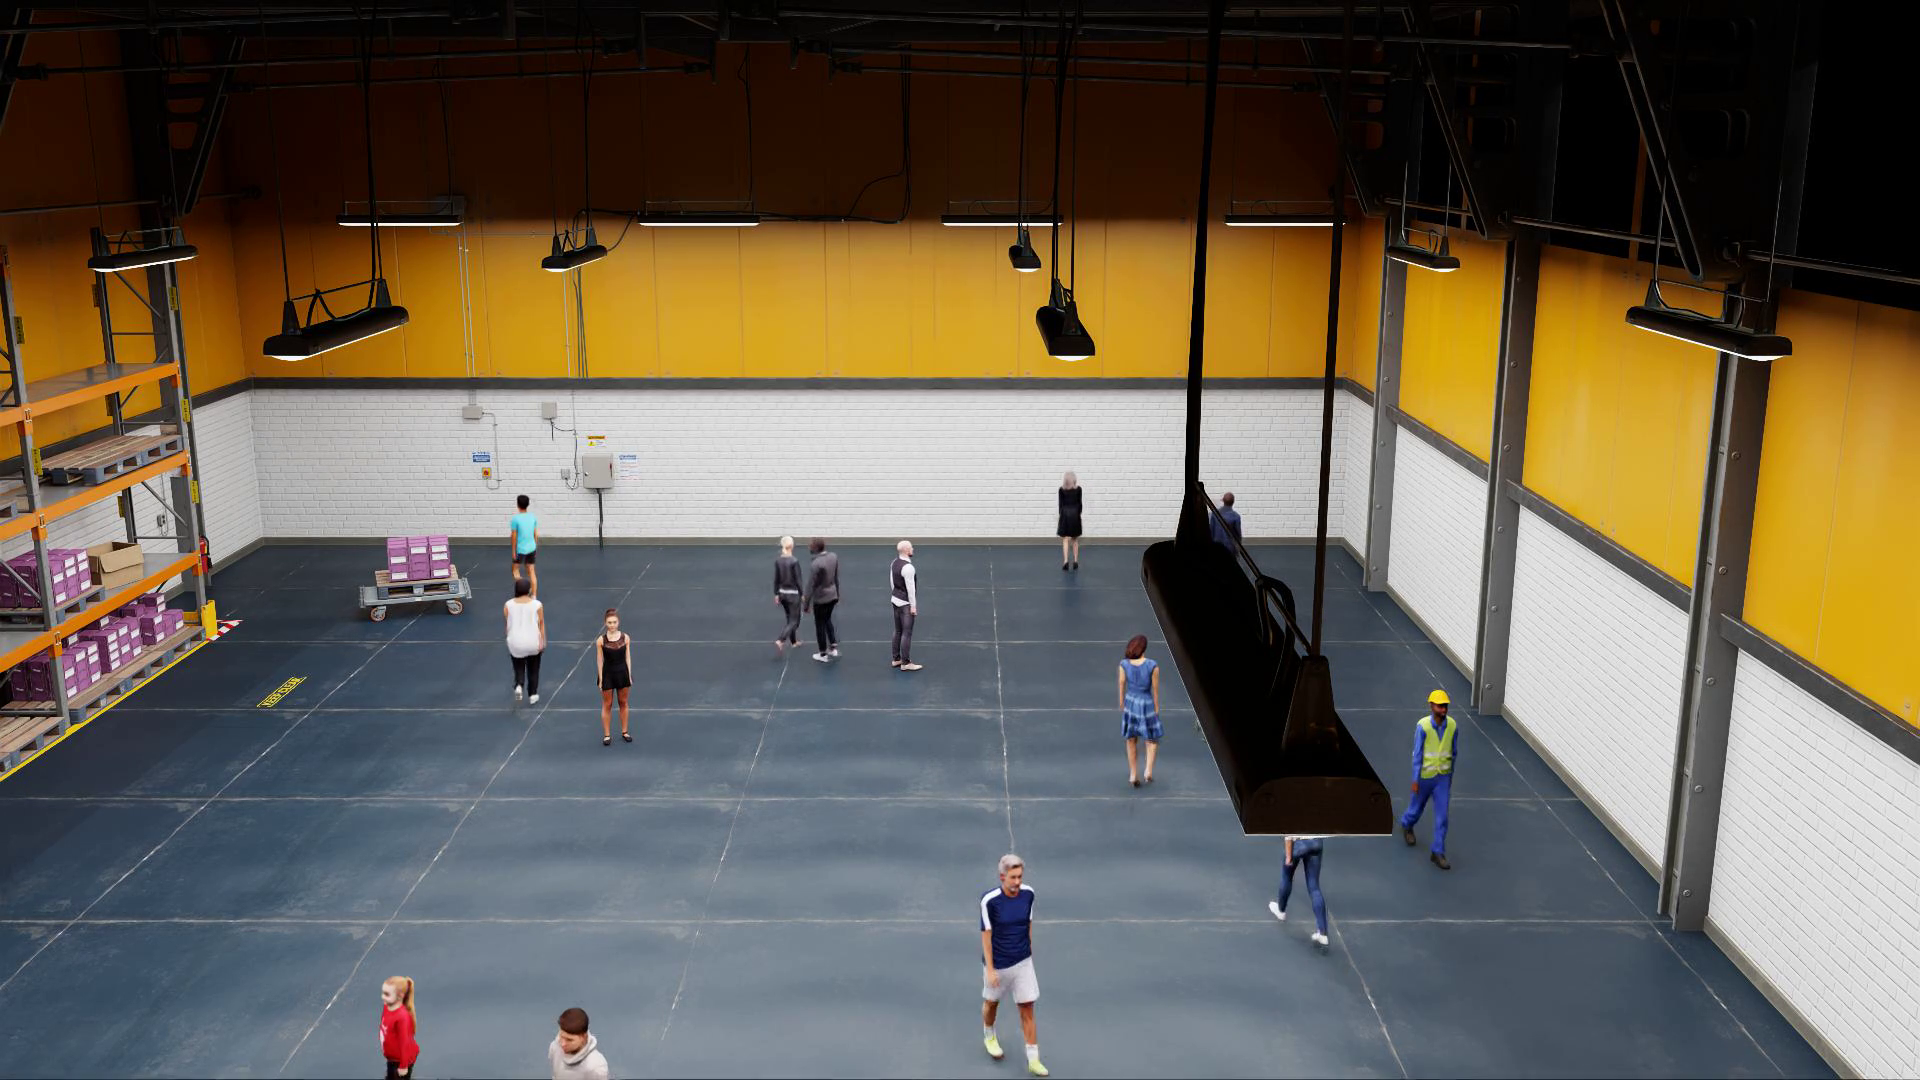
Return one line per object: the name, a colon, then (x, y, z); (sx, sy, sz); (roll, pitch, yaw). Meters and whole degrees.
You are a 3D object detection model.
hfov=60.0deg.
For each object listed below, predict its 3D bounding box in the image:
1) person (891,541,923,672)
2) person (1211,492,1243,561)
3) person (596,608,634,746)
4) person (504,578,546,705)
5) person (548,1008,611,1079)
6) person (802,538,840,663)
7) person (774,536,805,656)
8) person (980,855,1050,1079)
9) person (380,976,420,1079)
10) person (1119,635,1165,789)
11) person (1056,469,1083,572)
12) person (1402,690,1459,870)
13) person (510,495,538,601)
person: (-0.775, 0.898, 23.133); (0.840, 1.822, 0.715); (-8, 16, -30)
person: (4.162, 0.147, 26.264); (0.805, 1.809, 0.820); (6, 15, 25)
person: (-4.211, 1.658, 20.307); (0.665, 1.675, 0.680); (-6, 15, -24)
person: (-5.680, 1.335, 21.643); (0.650, 1.675, 0.650); (0, 14, -2)
person: (-2.415, 3.841, 10.999); (0.965, 1.813, 1.085); (9, 16, 31)
person: (-1.883, 0.850, 23.365); (0.920, 1.807, 0.821); (11, 18, 39)
person: (-2.469, 0.804, 23.777); (0.940, 1.701, 1.080); (9, 16, 33)
person: (0.332, 3.308, 13.231); (0.895, 1.799, 1.138); (-5, 14, -20)
person: (-4.093, 3.803, 12.308); (0.778, 1.270, 0.718); (-13, 19, -43)
person: (2.010, 1.966, 18.775); (0.790, 1.797, 0.809); (5, 15, 21)
person: (1.879, -0.353, 28.460); (0.624, 1.747, 0.594); (-2, 14, -7)
person: (4.798, 2.392, 17.032); (0.771, 1.790, 1.178); (-2, 14, -8)
person: (-6.802, 0.191, 26.198); (0.848, 1.754, 0.909); (-13, 18, -42)
